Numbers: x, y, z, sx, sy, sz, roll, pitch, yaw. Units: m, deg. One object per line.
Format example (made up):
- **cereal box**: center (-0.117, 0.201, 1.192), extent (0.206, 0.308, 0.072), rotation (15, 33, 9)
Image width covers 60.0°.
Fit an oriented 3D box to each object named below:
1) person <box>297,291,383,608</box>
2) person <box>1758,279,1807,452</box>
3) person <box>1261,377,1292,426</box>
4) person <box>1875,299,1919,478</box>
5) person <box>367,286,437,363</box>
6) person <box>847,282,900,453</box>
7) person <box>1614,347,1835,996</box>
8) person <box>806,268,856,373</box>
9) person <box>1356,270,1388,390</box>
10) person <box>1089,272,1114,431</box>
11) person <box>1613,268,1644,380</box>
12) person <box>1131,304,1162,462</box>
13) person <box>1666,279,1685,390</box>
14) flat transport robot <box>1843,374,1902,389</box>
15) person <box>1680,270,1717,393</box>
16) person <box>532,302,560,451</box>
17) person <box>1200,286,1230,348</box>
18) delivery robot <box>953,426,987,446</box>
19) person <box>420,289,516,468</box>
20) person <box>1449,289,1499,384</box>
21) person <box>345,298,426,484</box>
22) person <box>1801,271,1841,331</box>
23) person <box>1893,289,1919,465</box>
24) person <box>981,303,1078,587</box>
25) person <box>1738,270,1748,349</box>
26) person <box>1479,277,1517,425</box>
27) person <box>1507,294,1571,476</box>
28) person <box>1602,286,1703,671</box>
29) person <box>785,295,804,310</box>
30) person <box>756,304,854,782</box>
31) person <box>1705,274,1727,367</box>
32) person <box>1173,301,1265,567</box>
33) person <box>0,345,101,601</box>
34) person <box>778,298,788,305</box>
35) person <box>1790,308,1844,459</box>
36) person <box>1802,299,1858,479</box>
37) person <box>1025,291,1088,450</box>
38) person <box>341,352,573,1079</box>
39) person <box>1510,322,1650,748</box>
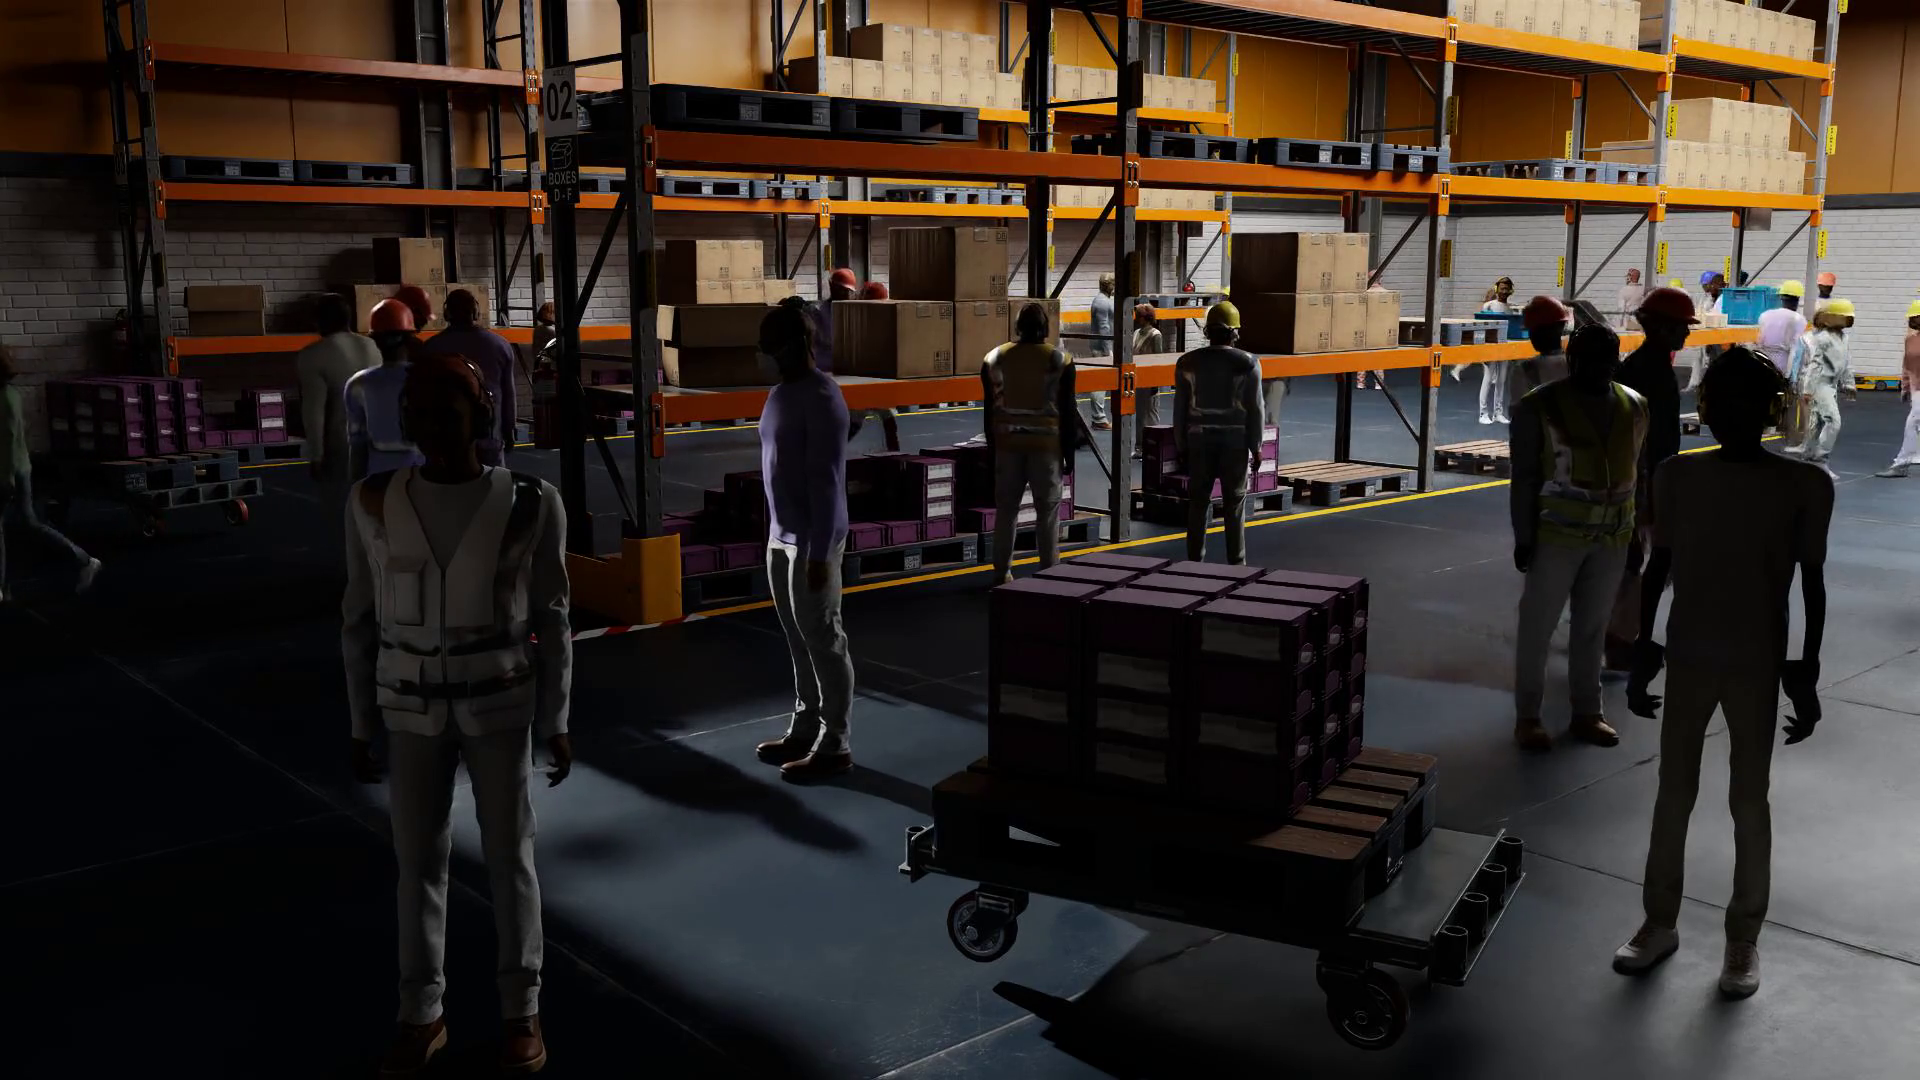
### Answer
- **person**: center (-3.710, -0.547, 10.120), extent (0.416, 1.919, 0.652), rotation (7, 12, 35)
- **person**: center (8.749, -1.851, 17.855), extent (0.954, 1.889, 0.581), rotation (-6, 11, -30)
- **person**: center (3.282, -1.676, 17.600), extent (0.502, 1.618, 0.525), rotation (4, 11, 25)
- **person**: center (9.299, -1.449, 15.951), extent (0.877, 1.719, 0.528), rotation (0, 10, -1)
- **person**: center (-3.792, -0.760, 11.357), extent (0.596, 1.919, 0.928), rotation (1, 10, 5)
- **person**: center (-0.836, -1.425, 15.361), extent (1.013, 1.894, 0.563), rotation (6, 11, 31)
- **person**: center (2.216, 0.377, 4.832), extent (0.536, 1.869, 0.314), rotation (7, 12, 37)
- **person**: center (-1.317, -1.837, 17.404), extent (0.647, 2.002, 0.495), rotation (-1, 10, -8)
- **person**: center (6.545, -3.310, 26.425), extent (0.678, 1.929, 0.510), rotation (7, 12, 35)
- **person**: center (1.765, -2.306, 20.358), extent (0.371, 1.934, 0.627), rotation (0, 10, 2)
- **person**: center (11.396, -3.651, 28.298), extent (0.642, 1.913, 0.409), rotation (-3, 10, -19)
- **person**: center (1.919, -1.627, 17.245), extent (0.310, 1.636, 0.522), rotation (-4, 11, -24)
- **person**: center (11.314, -3.268, 26.472), extent (0.329, 1.769, 0.526), rotation (-1, 10, -7)
- **flat transport robot**: center (14.919, -2.527, 26.510), extent (1.431, 0.197, 0.652), rotation (2, 10, 10)
- **person**: center (11.644, -3.209, 25.723), extent (0.745, 1.921, 0.622), rotation (-1, 10, -4)
- **person**: center (-4.497, -1.789, 18.223), extent (0.504, 1.626, 0.278), rotation (8, 13, 40)
- **person**: center (3.581, -2.640, 22.915), extent (0.593, 1.718, 0.371), rotation (1, 10, 5)
- **delivery robot**: center (0.260, -0.808, 15.323), extent (0.477, 0.478, 0.707), rotation (8, 12, 39)
- **person**: center (-3.335, -0.741, 11.276), extent (0.651, 1.904, 0.402), rotation (-7, 12, -35)
- **person**: center (8.651, -3.395, 27.775), extent (0.836, 1.589, 0.523), rotation (1, 10, 9)
- **person**: center (-2.872, -0.286, 8.595), extent (0.568, 1.913, 0.851), rotation (1, 10, 6)
- **person**: center (11.961, -2.776, 23.151), extent (0.553, 1.922, 0.729), rotation (3, 10, 19)
- **person**: center (9.857, -1.724, 16.963), extent (0.585, 1.929, 0.370), rotation (-2, 10, -14)
- **person**: center (0.447, -0.582, 10.576), extent (0.621, 1.835, 0.430), rotation (3, 10, 16)
- **person**: center (10.966, -2.863, 23.628), extent (0.678, 1.935, 0.609), rotation (2, 10, 9)
- **person**: center (6.839, -2.392, 21.068), extent (0.521, 1.864, 0.334), rotation (-3, 10, -19)
- **person**: center (3.348, -0.411, 9.328), extent (0.580, 1.913, 0.608), rotation (0, 10, -2)
- **person**: center (3.503, -0.293, 8.452), extent (0.449, 1.973, 0.612), rotation (1, 10, 3)
- **person**: center (-1.869, -1.885, 18.617), extent (0.536, 1.690, 0.322), rotation (9, 13, 43)
- **person**: center (-0.641, 0.009, 6.812), extent (0.356, 1.933, 0.627), rotation (-5, 11, -26)
- **person**: center (10.542, -2.717, 22.969), extent (0.370, 1.876, 0.686), rotation (2, 10, 9)
- **person**: center (1.703, -0.645, 10.924), extent (0.601, 1.830, 0.404), rotation (4, 10, 20)
- **person**: center (-5.768, -0.413, 10.218), extent (0.743, 1.611, 0.511), rotation (-8, 12, -39)
- **person**: center (-2.012, -1.934, 18.980), extent (0.533, 1.655, 0.826), rotation (4, 10, 22)
- **person**: center (9.077, -1.666, 17.622), extent (0.541, 1.583, 0.878), rotation (4, 11, 23)
- **person**: center (8.315, -1.432, 15.861), extent (0.513, 1.720, 0.571), rotation (-8, 13, -40)
- **person**: center (1.029, -1.867, 18.296), extent (0.941, 1.774, 0.614), rotation (3, 10, 18)
- **person**: center (-1.290, 0.463, 4.293), extent (0.573, 1.883, 0.355), rotation (-1, 10, -6)
- **person**: center (2.691, -0.016, 7.216), extent (0.624, 1.844, 0.430), rotation (-1, 10, -9)
